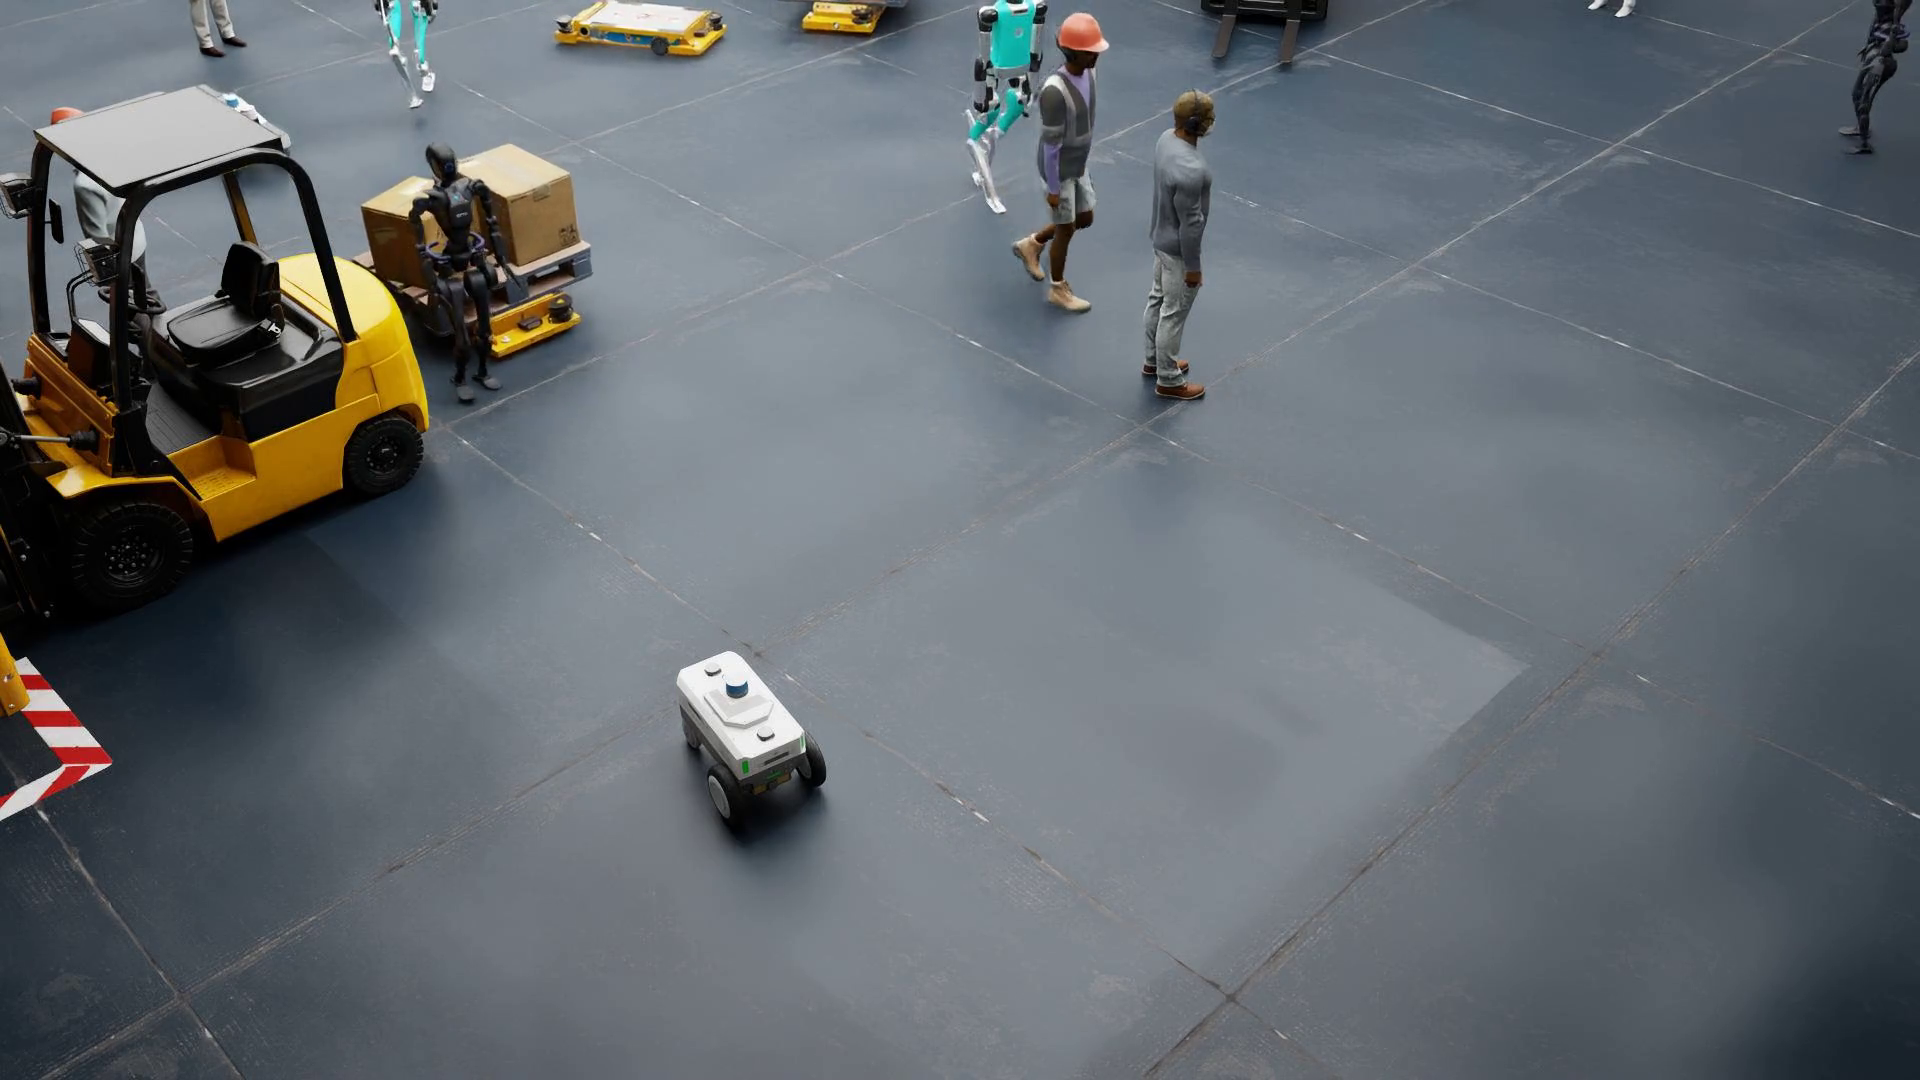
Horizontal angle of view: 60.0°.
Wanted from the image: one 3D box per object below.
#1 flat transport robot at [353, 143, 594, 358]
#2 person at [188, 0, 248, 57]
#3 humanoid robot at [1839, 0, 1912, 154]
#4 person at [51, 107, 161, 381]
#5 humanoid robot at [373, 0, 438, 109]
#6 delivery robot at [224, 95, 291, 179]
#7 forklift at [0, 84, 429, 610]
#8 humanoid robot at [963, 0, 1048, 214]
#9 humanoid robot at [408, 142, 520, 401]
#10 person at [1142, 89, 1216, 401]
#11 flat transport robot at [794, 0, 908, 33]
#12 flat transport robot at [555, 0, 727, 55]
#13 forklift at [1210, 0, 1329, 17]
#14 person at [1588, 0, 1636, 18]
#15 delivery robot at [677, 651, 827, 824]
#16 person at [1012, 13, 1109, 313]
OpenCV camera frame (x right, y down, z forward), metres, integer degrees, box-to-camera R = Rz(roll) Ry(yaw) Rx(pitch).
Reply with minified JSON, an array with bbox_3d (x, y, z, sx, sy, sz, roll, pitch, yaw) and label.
[{"bbox_3d":[-3.247,-1.658,11.216,1.431,0.231,0.659,30,46,34],"label":"flat transport robot"},{"bbox_3d":[-6.739,-5.181,14.679,0.390,1.778,0.535,12,39,16],"label":"person"},{"bbox_3d":[7.183,-3.813,12.936,0.397,1.640,0.615,9,38,11],"label":"humanoid robot"},{"bbox_3d":[-5.183,-1.807,10.186,0.347,1.739,0.571,-3,37,-5],"label":"person"},{"bbox_3d":[-4.534,-4.318,13.585,0.550,1.766,1.024,-6,37,-8],"label":"humanoid robot"},{"bbox_3d":[-5.620,-3.166,13.004,0.499,0.606,0.801,-25,43,-30],"label":"delivery robot"},{"bbox_3d":[-4.145,-1.093,8.856,2.313,2.155,1.214,-31,47,-34],"label":"forklift"},{"bbox_3d":[0.225,-3.291,12.244,0.545,1.871,0.807,-18,40,-22],"label":"humanoid robot"},{"bbox_3d":[-2.986,-1.625,10.008,0.603,1.650,0.355,-29,46,-33],"label":"humanoid robot"},{"bbox_3d":[1.311,-1.755,9.952,0.355,1.937,0.634,-6,37,-8],"label":"person"},{"bbox_3d":[-1.018,-5.215,15.977,0.659,0.231,1.431,7,37,9],"label":"flat transport robot"},{"bbox_3d":[-2.939,-4.717,15.311,1.431,0.231,0.659,9,38,12],"label":"flat transport robot"},{"bbox_3d":[3.106,-6.400,15.960,1.214,2.155,2.313,8,37,10],"label":"forklift"},{"bbox_3d":[6.285,-5.725,15.524,0.314,1.632,0.522,-26,44,-31],"label":"person"},{"bbox_3d":[-0.993,0.864,7.602,0.499,0.596,0.795,-22,42,-26],"label":"delivery robot"},{"bbox_3d":[0.651,-2.449,10.815,0.601,2.028,0.615,20,41,24],"label":"person"}]
